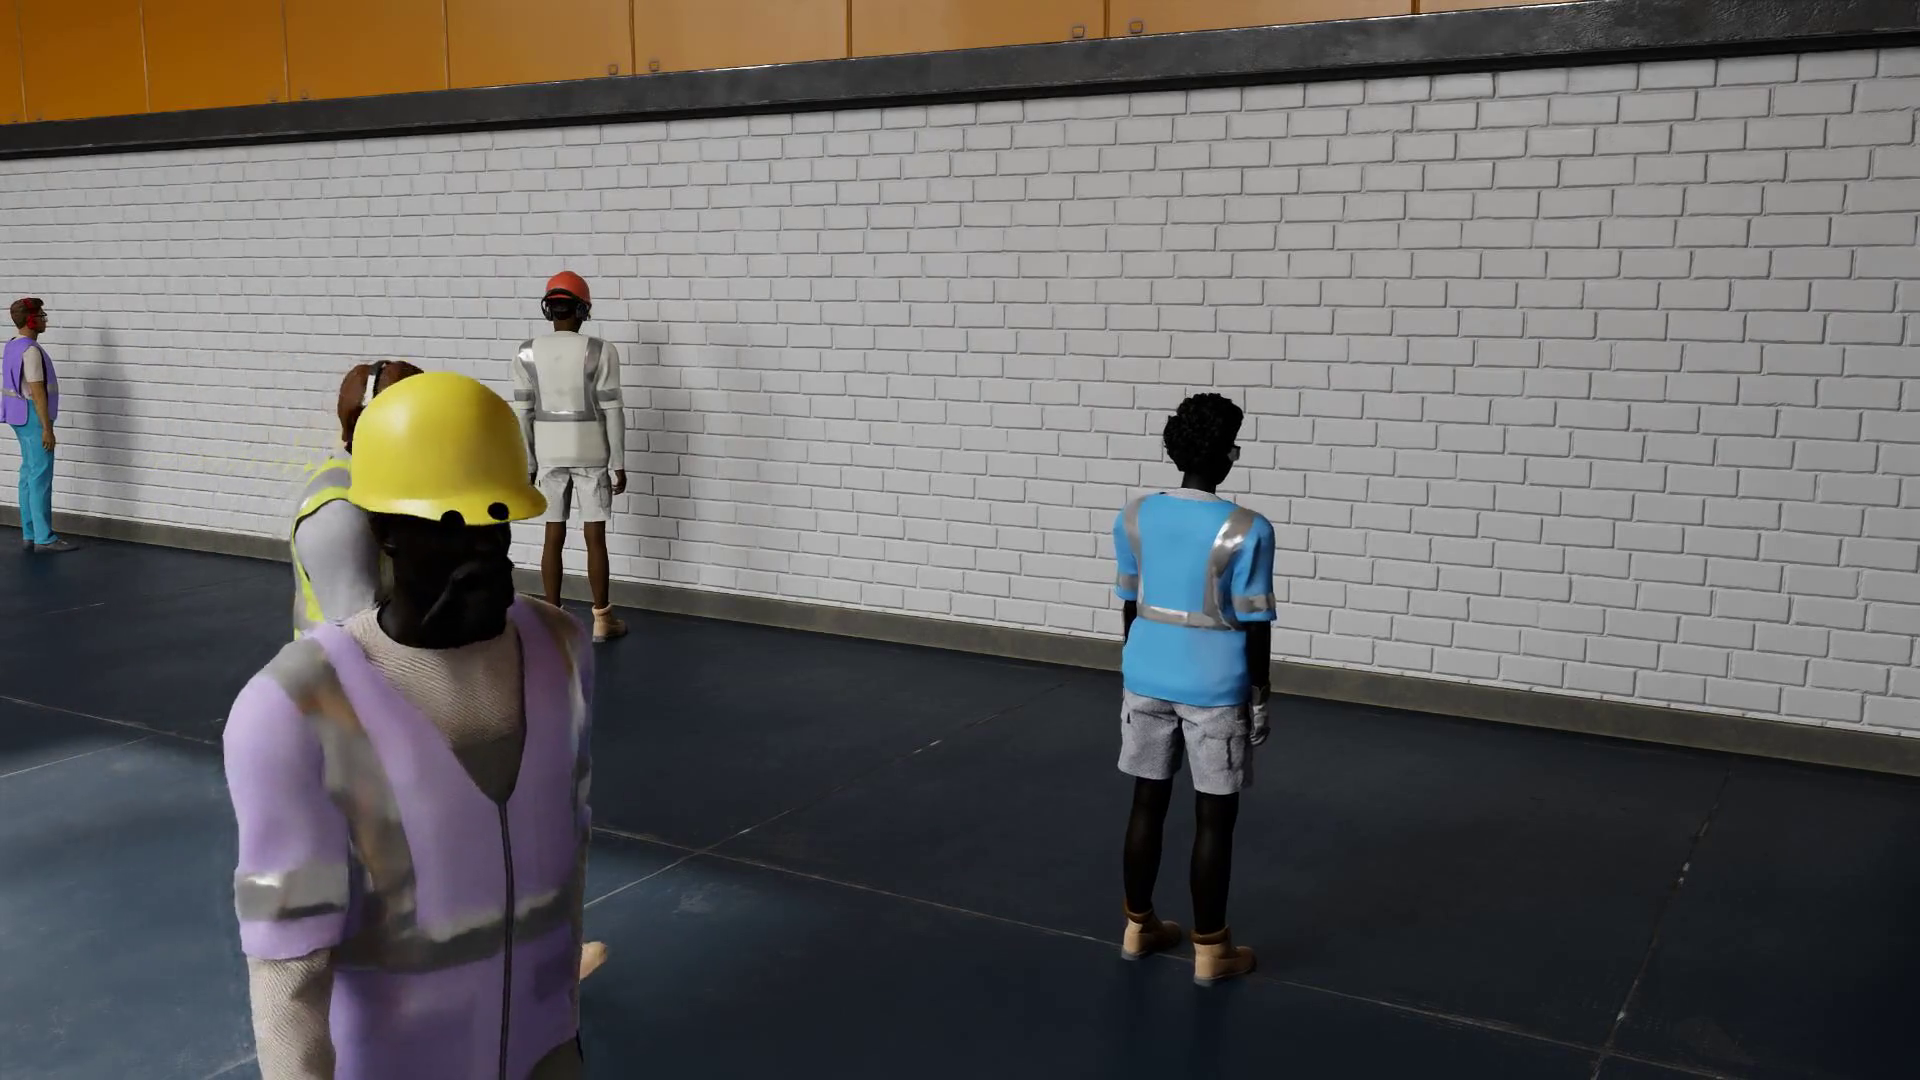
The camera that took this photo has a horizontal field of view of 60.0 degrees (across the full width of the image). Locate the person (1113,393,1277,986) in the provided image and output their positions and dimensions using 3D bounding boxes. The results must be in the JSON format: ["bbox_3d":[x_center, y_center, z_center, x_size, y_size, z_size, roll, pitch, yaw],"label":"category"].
[{"bbox_3d":[0.665,0.423,4.778,0.535,1.691,0.321,8,12,40],"label":"person"}]

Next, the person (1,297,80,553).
[{"bbox_3d":[-6.737,-0.830,12.095,0.384,1.849,0.569,-8,12,-42],"label":"person"}]

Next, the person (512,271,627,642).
[{"bbox_3d":[-2.120,-0.447,9.125,0.606,2.038,0.382,1,9,4],"label":"person"}]

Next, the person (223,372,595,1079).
[{"bbox_3d":[-0.630,0.725,2.261,0.949,1.879,0.607,7,12,38],"label":"person"}]

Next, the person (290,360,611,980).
[{"bbox_3d":[-1.465,0.426,4.422,0.951,1.792,0.649,0,9,2],"label":"person"}]
